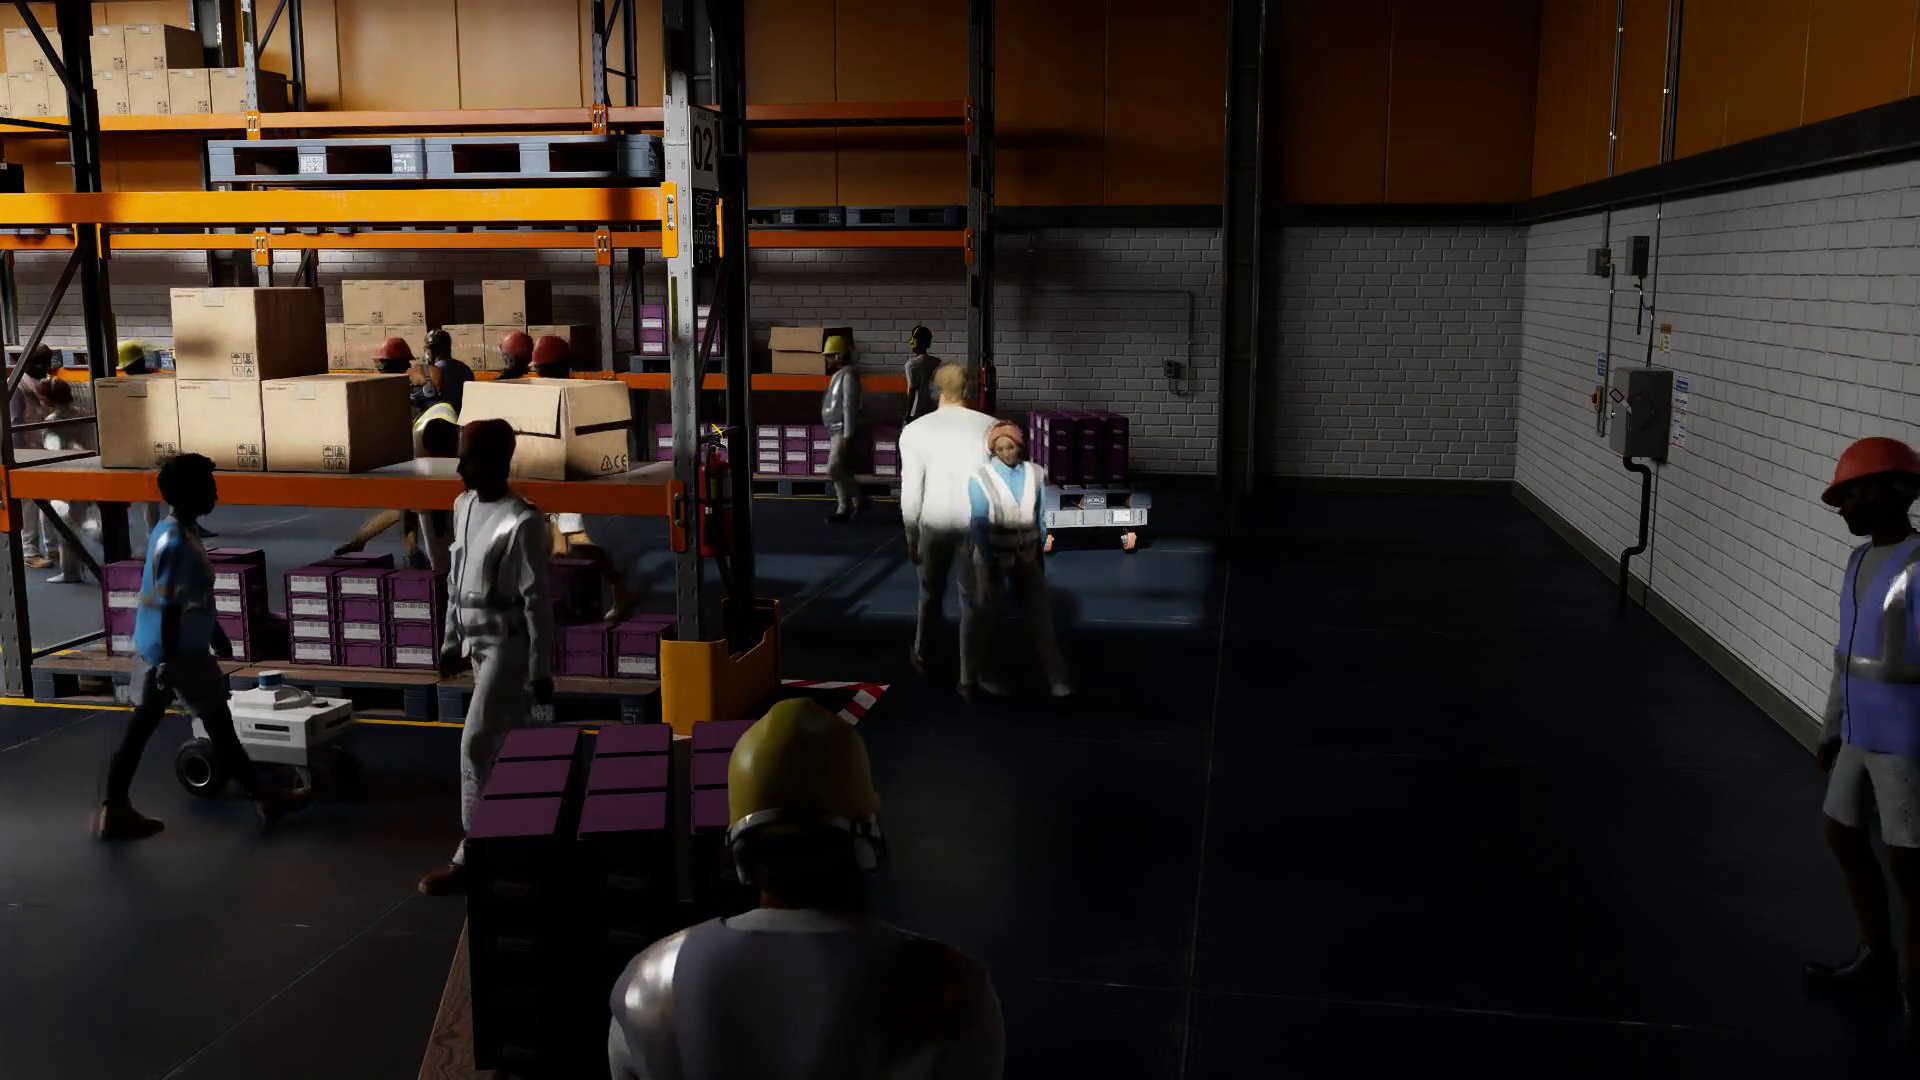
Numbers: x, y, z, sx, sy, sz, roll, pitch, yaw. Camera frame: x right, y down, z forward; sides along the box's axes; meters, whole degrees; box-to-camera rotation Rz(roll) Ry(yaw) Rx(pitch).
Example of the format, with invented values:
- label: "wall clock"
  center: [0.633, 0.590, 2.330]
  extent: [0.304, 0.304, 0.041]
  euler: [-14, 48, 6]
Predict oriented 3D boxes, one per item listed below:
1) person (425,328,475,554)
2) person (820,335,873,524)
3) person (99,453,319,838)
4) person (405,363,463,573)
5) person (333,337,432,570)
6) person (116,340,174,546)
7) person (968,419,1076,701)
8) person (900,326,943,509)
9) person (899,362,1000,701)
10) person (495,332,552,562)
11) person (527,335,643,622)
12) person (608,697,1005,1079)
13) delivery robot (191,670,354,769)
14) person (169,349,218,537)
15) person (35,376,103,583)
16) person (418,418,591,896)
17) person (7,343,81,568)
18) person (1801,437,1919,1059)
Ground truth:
- label: "person"
  center: [-4.370, -0.833, 14.177]
  extent: [0.370, 1.938, 0.627]
  euler: [3, 10, 17]
- label: "person"
  center: [-1.124, -1.040, 15.847]
  extent: [0.417, 1.810, 0.606]
  euler: [-3, 10, -16]
- label: "person"
  center: [-3.287, 0.448, 7.119]
  extent: [0.890, 1.633, 0.545]
  euler: [-6, 11, -31]
- label: "person"
  center: [-3.362, -0.212, 10.649]
  extent: [0.428, 1.836, 0.626]
  euler: [-3, 10, -20]
- label: "person"
  center: [-4.495, -0.630, 13.007]
  extent: [0.806, 1.911, 0.548]
  euler: [-5, 11, -30]
- label: "person"
  center: [-6.780, -0.761, 13.984]
  extent: [0.601, 1.854, 0.967]
  euler: [-3, 10, -17]
- label: "person"
  center: [0.309, 0.132, 9.226]
  extent: [0.528, 1.598, 0.752]
  euler: [-5, 11, -30]
- label: "person"
  center: [-0.393, -1.221, 16.787]
  extent: [0.328, 1.873, 0.517]
  euler: [8, 12, 42]
- label: "person"
  center: [-0.049, -0.075, 9.611]
  extent: [0.634, 1.894, 0.948]
  euler: [-1, 9, -8]
- label: "person"
  center: [-3.362, -0.637, 12.944]
  extent: [0.826, 1.938, 0.659]
  euler: [0, 9, -2]
- label: "person"
  center: [-2.640, -0.423, 11.504]
  extent: [1.005, 1.995, 0.628]
  euler: [3, 10, 17]
- label: "person"
  center: [-0.229, 1.146, 2.329]
  extent: [0.612, 1.801, 0.659]
  euler: [3, 10, 18]
- label: "delivery robot"
  center: [-3.188, 0.849, 7.726]
  extent: [0.707, 0.478, 0.477]
  euler: [3, 10, 15]
- label: "person"
  center: [-7.022, -0.901, 15.144]
  extent: [0.329, 1.763, 0.523]
  euler: [-8, 12, -40]
- label: "person"
  center: [-6.814, -0.461, 12.830]
  extent: [0.492, 1.617, 0.528]
  euler: [0, 9, 0]
- label: "person"
  center: [-1.772, 0.426, 6.653]
  extent: [0.886, 1.854, 0.581]
  euler: [-8, 12, -39]
- label: "person"
  center: [-7.518, -0.698, 13.644]
  extent: [0.430, 1.840, 0.625]
  euler: [2, 9, 11]
- label: "person"
  center: [2.963, 0.640, 5.254]
  extent: [0.343, 1.896, 0.675]
  euler: [0, 9, -1]
